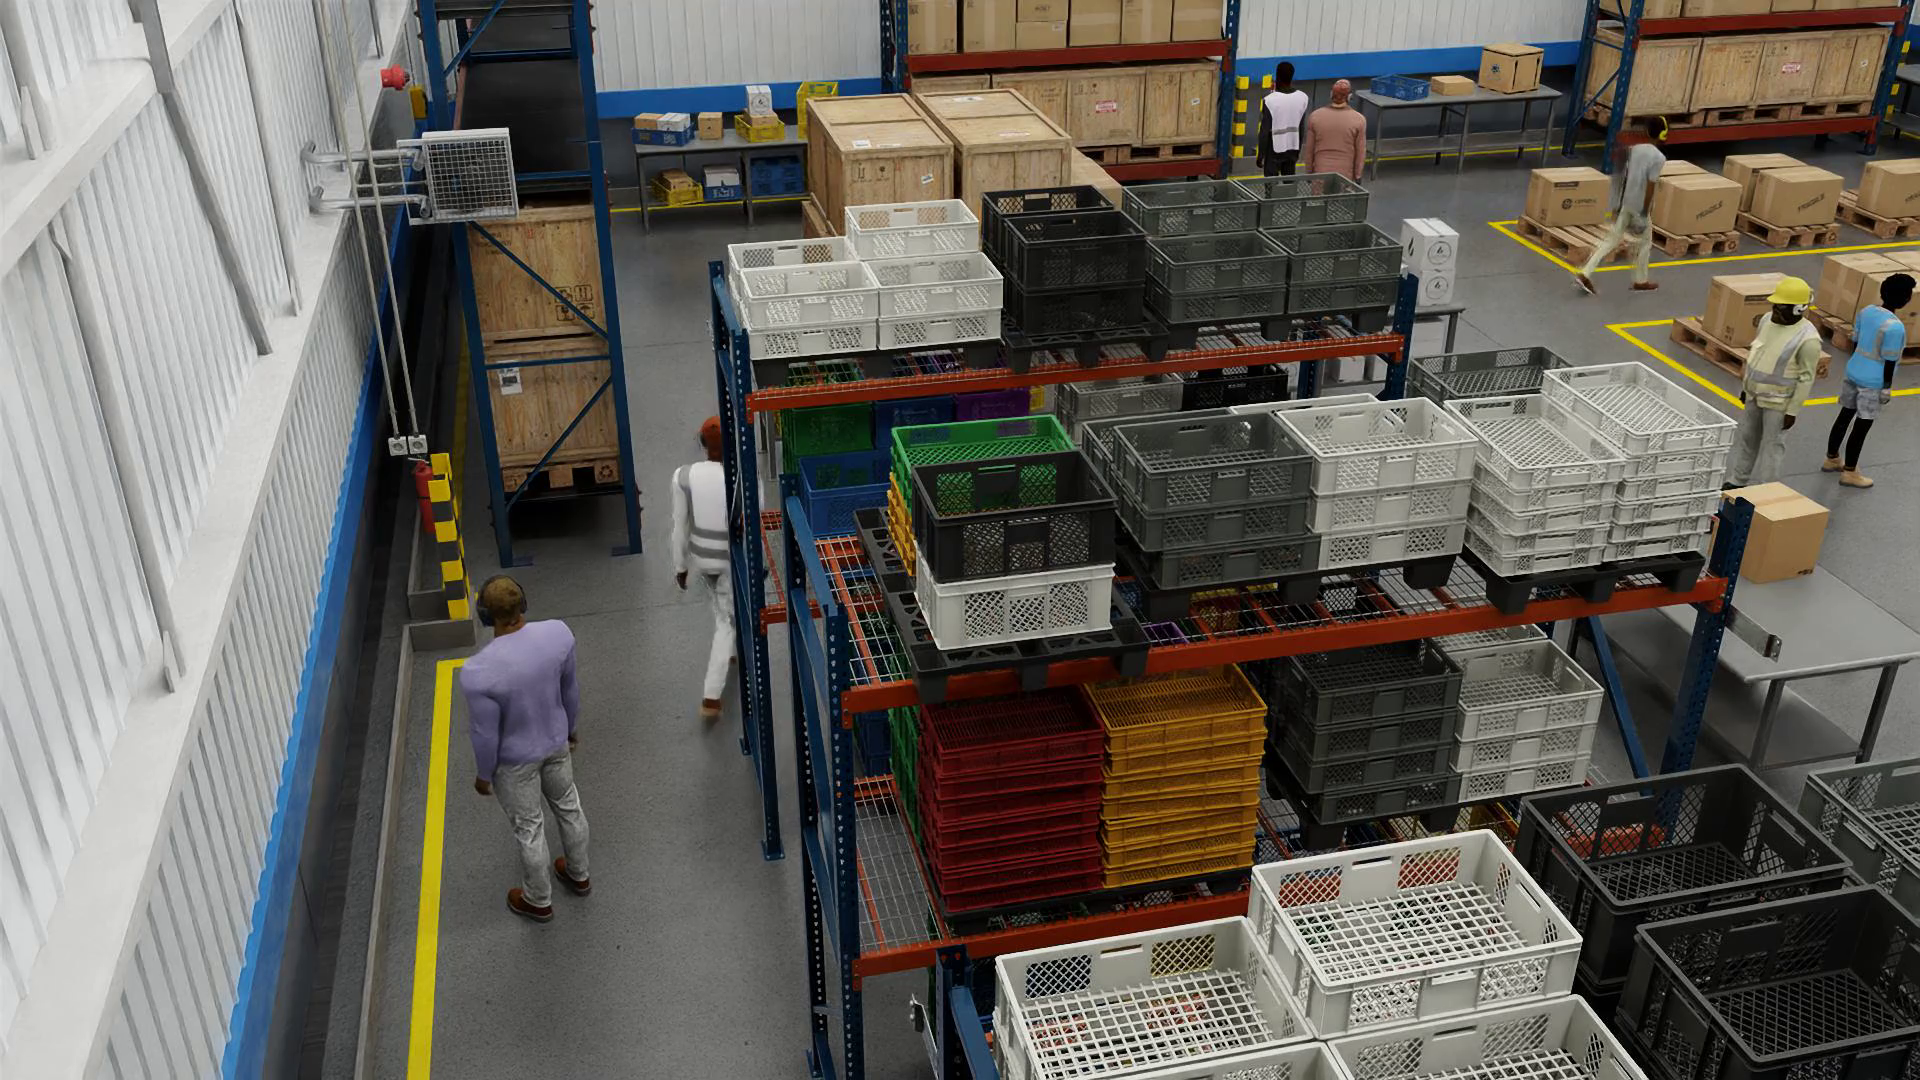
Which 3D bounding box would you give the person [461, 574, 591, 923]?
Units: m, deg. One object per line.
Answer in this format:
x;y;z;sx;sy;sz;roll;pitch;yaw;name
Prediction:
-2.148;1.039;8.277;0.371;1.934;0.627;22;35;35;person

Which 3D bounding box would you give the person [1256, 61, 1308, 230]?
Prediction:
3.579;-4.341;18.517;0.584;1.909;0.390;-14;31;-25;person

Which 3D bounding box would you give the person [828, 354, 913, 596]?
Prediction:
-0.529;-0.436;11.227;0.699;1.795;0.533;-9;29;-16;person

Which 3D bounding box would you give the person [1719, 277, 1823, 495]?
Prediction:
6.039;-1.080;12.403;0.403;1.832;0.593;-6;28;-12;person

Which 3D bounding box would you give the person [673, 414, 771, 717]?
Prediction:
-1.461;0.137;10.096;0.574;1.846;0.975;8;29;15;person

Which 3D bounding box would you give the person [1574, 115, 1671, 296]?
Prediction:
6.740;-3.353;16.733;0.954;1.831;0.536;-9;29;-16;person

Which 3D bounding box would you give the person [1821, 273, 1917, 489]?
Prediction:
7.037;-1.243;12.860;0.320;1.692;0.531;-1;28;-2;person

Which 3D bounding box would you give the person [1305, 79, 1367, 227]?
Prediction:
3.997;-3.950;17.765;0.644;1.913;0.408;11;30;20;person
